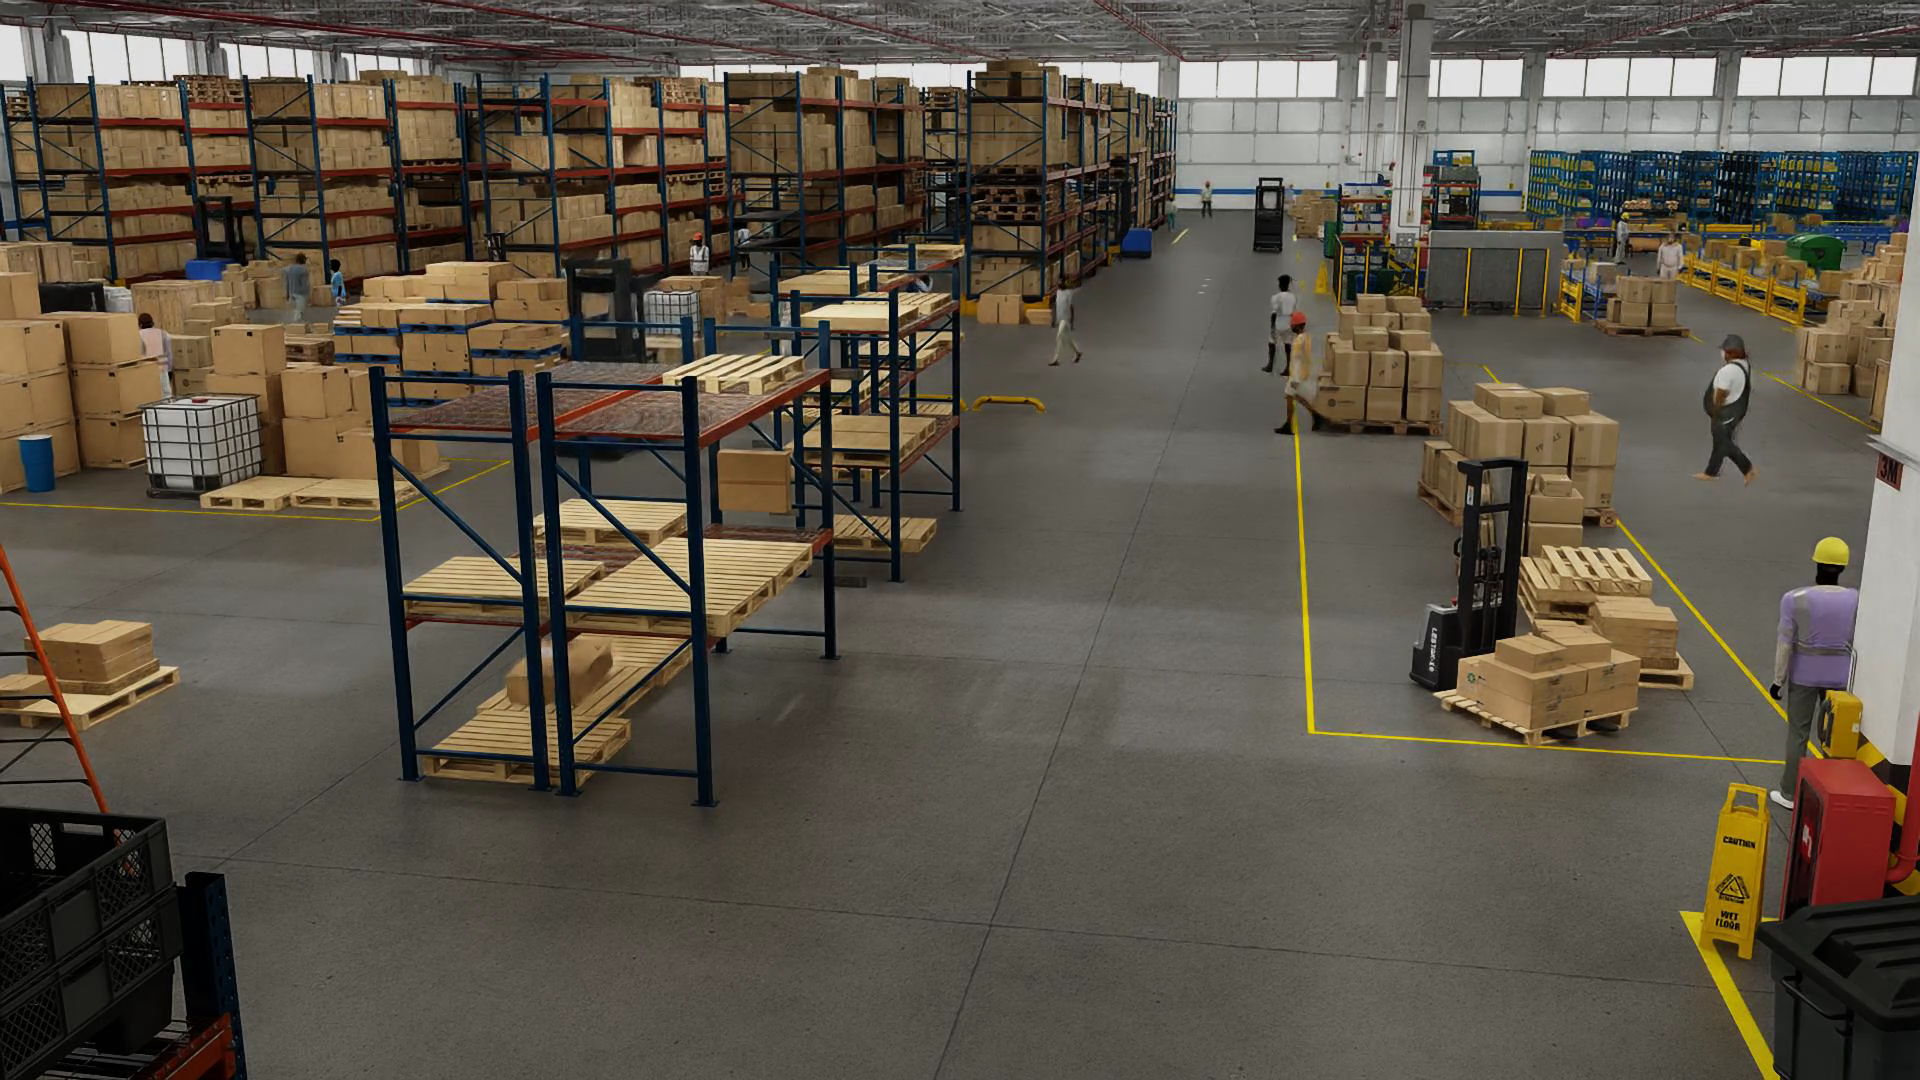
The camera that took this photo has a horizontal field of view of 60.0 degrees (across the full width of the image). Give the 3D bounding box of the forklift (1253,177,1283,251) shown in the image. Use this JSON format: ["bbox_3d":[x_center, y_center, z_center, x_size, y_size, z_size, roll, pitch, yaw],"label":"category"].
[{"bbox_3d":[12.083,-12.747,64.956,1.129,2.768,1.873,3,14,10],"label":"forklift"}]

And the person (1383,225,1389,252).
[{"bbox_3d":[14.425,-9.883,55.918,0.287,1.625,0.497,-11,17,-37],"label":"person"}]

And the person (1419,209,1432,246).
[{"bbox_3d":[15.670,-10.174,56.289,0.587,2.020,0.650,11,18,37],"label":"person"}]

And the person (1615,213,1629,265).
[{"bbox_3d":[23.131,-10.514,58.087,0.403,1.819,0.597,11,17,37],"label":"person"}]

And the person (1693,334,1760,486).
[{"bbox_3d":[10.187,-1.711,21.879,0.682,2.000,0.839,-13,19,-43],"label":"person"}]

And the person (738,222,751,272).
[{"bbox_3d":[-7.199,-9.810,55.494,0.319,1.690,0.535,10,17,36],"label":"person"}]

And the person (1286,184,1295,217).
[{"bbox_3d":[18.082,-18.533,90.788,0.588,1.735,0.562,-6,15,-23],"label":"person"}]

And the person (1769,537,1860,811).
[{"bbox_3d":[5.875,0.926,11.402,0.588,1.928,0.383,2,14,10],"label":"person"}]

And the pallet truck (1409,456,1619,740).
[{"bbox_3d":[4.504,0.400,13.395,0.823,1.965,1.885,-6,15,-23],"label":"pallet truck"}]

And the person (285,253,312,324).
[{"bbox_3d":[-15.018,-5.553,37.746,0.652,1.904,0.553,8,16,31],"label":"person"}]

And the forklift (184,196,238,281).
[{"bbox_3d":[-20.821,-8.247,46.688,1.129,2.768,1.873,3,14,10],"label":"forklift"}]

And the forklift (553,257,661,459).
[{"bbox_3d":[-5.206,-2.685,24.103,1.129,2.768,1.873,3,14,10],"label":"forklift"}]

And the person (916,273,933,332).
[{"bbox_3d":[-0.819,-4.913,35.158,0.682,1.903,0.595,10,17,34],"label":"person"}]

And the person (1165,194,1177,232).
[{"bbox_3d":[9.740,-15.079,76.783,0.529,1.734,0.811,2,14,9],"label":"person"}]

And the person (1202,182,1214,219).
[{"bbox_3d":[13.206,-18.129,88.733,0.645,1.937,1.008,-5,15,-19],"label":"person"}]

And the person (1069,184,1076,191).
[{"bbox_3d":[5.920,-18.099,88.711,0.614,1.889,1.018,-1,14,-5],"label":"person"}]

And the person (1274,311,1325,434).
[{"bbox_3d":[5.241,-2.555,25.558,0.668,1.916,0.560,9,16,32],"label":"person"}]

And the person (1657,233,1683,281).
[{"bbox_3d":[19.517,-7.515,45.786,0.642,1.875,0.870,4,14,14],"label":"person"}]

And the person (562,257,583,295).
[{"bbox_3d":[-9.364,-6.024,40.236,0.523,1.631,0.315,0,14,-2],"label":"person"}]

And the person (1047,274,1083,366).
[{"bbox_3d":[2.122,-4.414,33.270,0.857,1.845,0.519,-7,16,-28],"label":"person"}]

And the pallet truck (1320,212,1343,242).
[{"bbox_3d":[15.874,-13.227,70.310,0.680,1.201,1.601,10,17,35],"label":"pallet truck"}]

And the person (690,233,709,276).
[{"bbox_3d":[-6.994,-7.266,44.645,0.545,1.939,0.354,3,14,11],"label":"person"}]

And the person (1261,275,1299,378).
[{"bbox_3d":[6.096,-4.090,31.734,0.615,1.932,0.861,-5,15,-19],"label":"person"}]

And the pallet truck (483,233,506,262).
[{"bbox_3d":[-11.832,-7.026,43.548,1.885,1.965,0.823,8,16,28],"label":"pallet truck"}]

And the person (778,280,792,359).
[{"bbox_3d":[-3.593,-4.490,33.983,0.311,1.642,0.512,4,14,17],"label":"person"}]

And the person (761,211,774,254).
[{"bbox_3d":[-7.303,-11.666,63.155,0.493,1.624,0.280,-1,14,-4],"label":"person"}]

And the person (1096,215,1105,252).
[{"bbox_3d":[4.908,-10.498,58.179,0.545,1.732,0.522,1,14,3],"label":"person"}]

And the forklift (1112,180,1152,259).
[{"bbox_3d":[6.082,-11.722,60.796,1.873,2.768,1.129,2,14,9],"label":"forklift"}]

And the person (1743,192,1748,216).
[{"bbox_3d":[37.708,-15.856,79.755,0.600,1.821,0.404,-6,15,-23],"label":"person"}]

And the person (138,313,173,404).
[{"bbox_3d":[-12.654,-2.635,26.057,0.429,1.838,0.621,13,19,42],"label":"person"}]

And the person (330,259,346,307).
[{"bbox_3d":[-14.464,-5.688,38.730,0.322,1.696,0.536,-6,15,-23],"label":"person"}]
